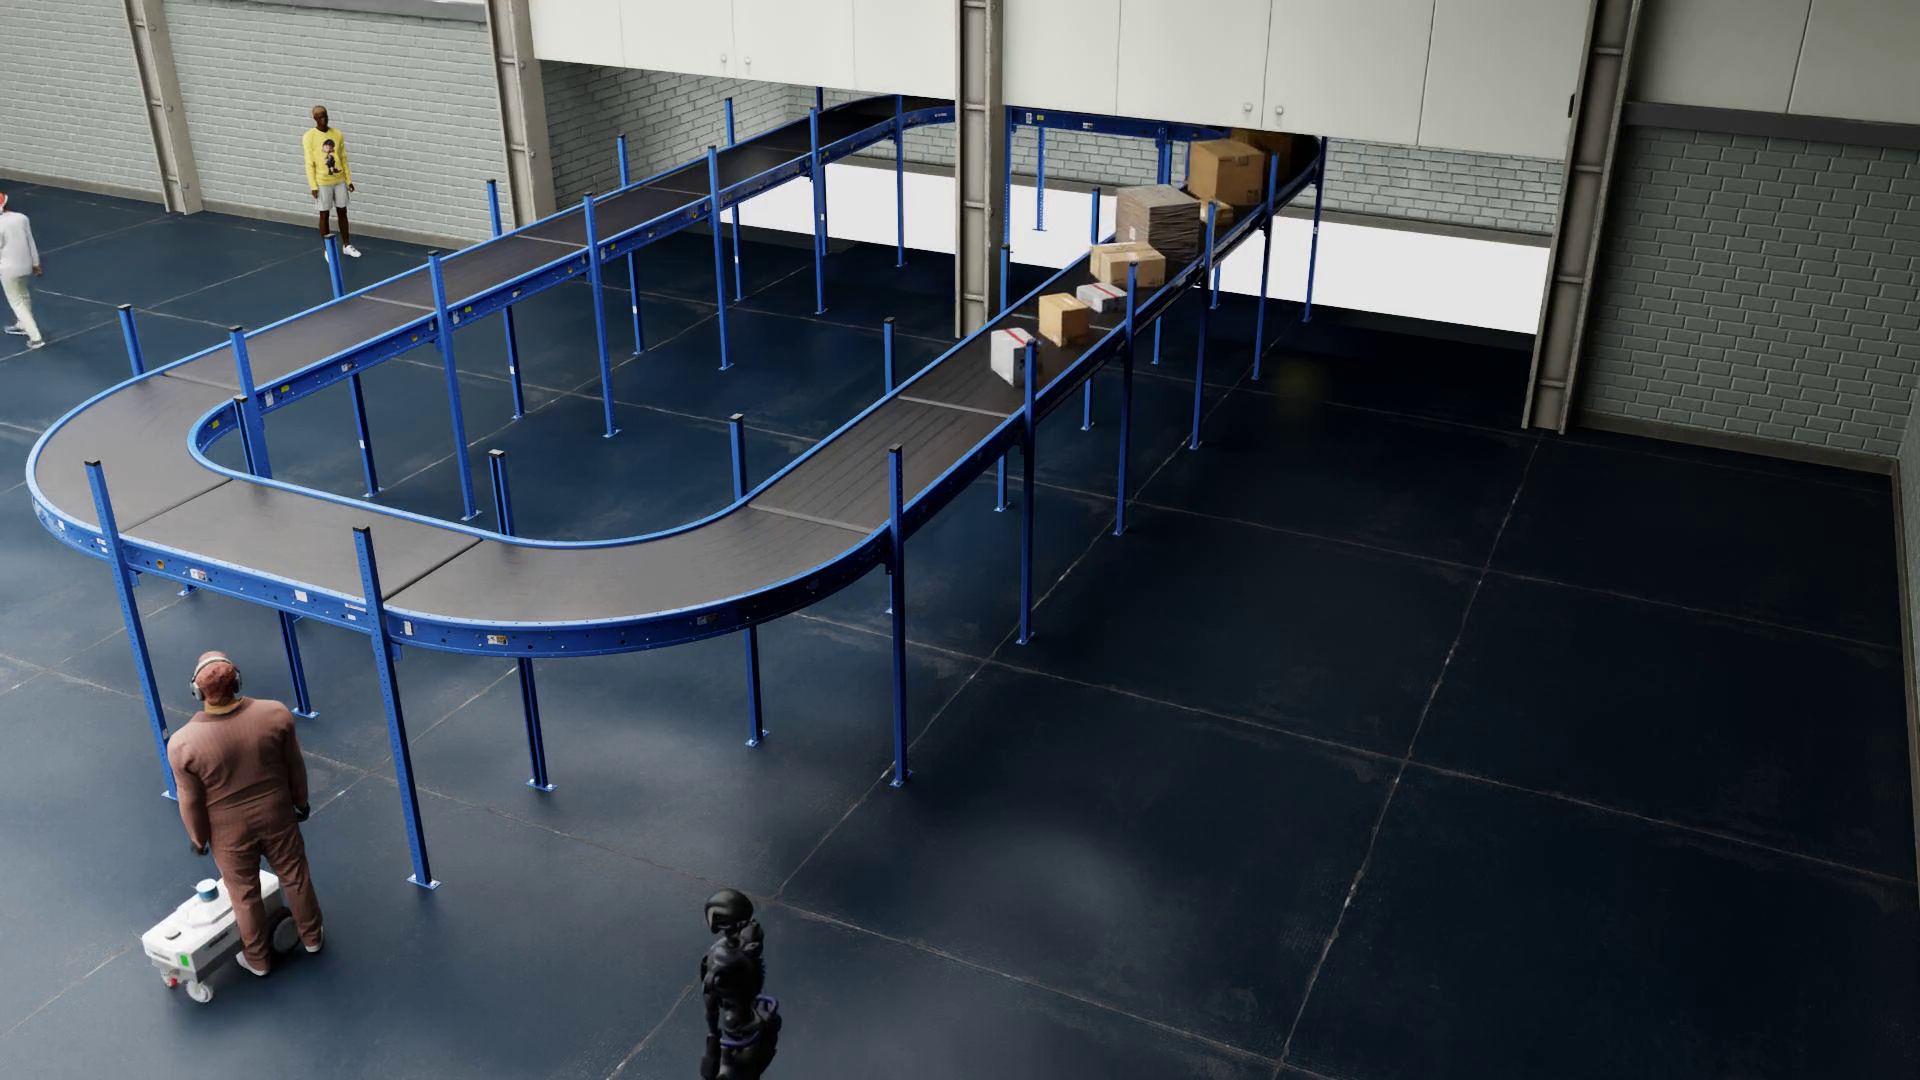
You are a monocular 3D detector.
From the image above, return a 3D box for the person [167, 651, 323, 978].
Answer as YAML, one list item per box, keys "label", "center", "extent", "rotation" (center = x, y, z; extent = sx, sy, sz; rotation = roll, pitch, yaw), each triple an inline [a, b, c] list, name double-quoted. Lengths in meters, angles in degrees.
- label: "person"
  center: [-3.742, 1.437, 8.739]
  extent: [0.638, 1.910, 0.409]
  rotation: [-19, 32, -33]

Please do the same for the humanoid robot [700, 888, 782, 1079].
- label: "humanoid robot"
  center: [-0.918, 2.263, 7.345]
  extent: [0.531, 1.645, 0.603]
  rotation: [8, 28, 16]

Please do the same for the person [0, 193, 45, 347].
- label: "person"
  center: [-10.152, -2.905, 17.725]
  extent: [0.671, 1.694, 0.574]
  rotation: [6, 27, 13]

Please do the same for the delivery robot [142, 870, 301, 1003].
- label: "delivery robot"
  center: [-3.987, 2.082, 8.962]
  extent: [0.521, 0.598, 0.769]
  rotation: [12, 29, 23]

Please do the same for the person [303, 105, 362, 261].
- label: "person"
  center: [-7.767, -4.405, 20.520]
  extent: [0.542, 1.900, 0.379]
  rotation: [-23, 35, -39]
